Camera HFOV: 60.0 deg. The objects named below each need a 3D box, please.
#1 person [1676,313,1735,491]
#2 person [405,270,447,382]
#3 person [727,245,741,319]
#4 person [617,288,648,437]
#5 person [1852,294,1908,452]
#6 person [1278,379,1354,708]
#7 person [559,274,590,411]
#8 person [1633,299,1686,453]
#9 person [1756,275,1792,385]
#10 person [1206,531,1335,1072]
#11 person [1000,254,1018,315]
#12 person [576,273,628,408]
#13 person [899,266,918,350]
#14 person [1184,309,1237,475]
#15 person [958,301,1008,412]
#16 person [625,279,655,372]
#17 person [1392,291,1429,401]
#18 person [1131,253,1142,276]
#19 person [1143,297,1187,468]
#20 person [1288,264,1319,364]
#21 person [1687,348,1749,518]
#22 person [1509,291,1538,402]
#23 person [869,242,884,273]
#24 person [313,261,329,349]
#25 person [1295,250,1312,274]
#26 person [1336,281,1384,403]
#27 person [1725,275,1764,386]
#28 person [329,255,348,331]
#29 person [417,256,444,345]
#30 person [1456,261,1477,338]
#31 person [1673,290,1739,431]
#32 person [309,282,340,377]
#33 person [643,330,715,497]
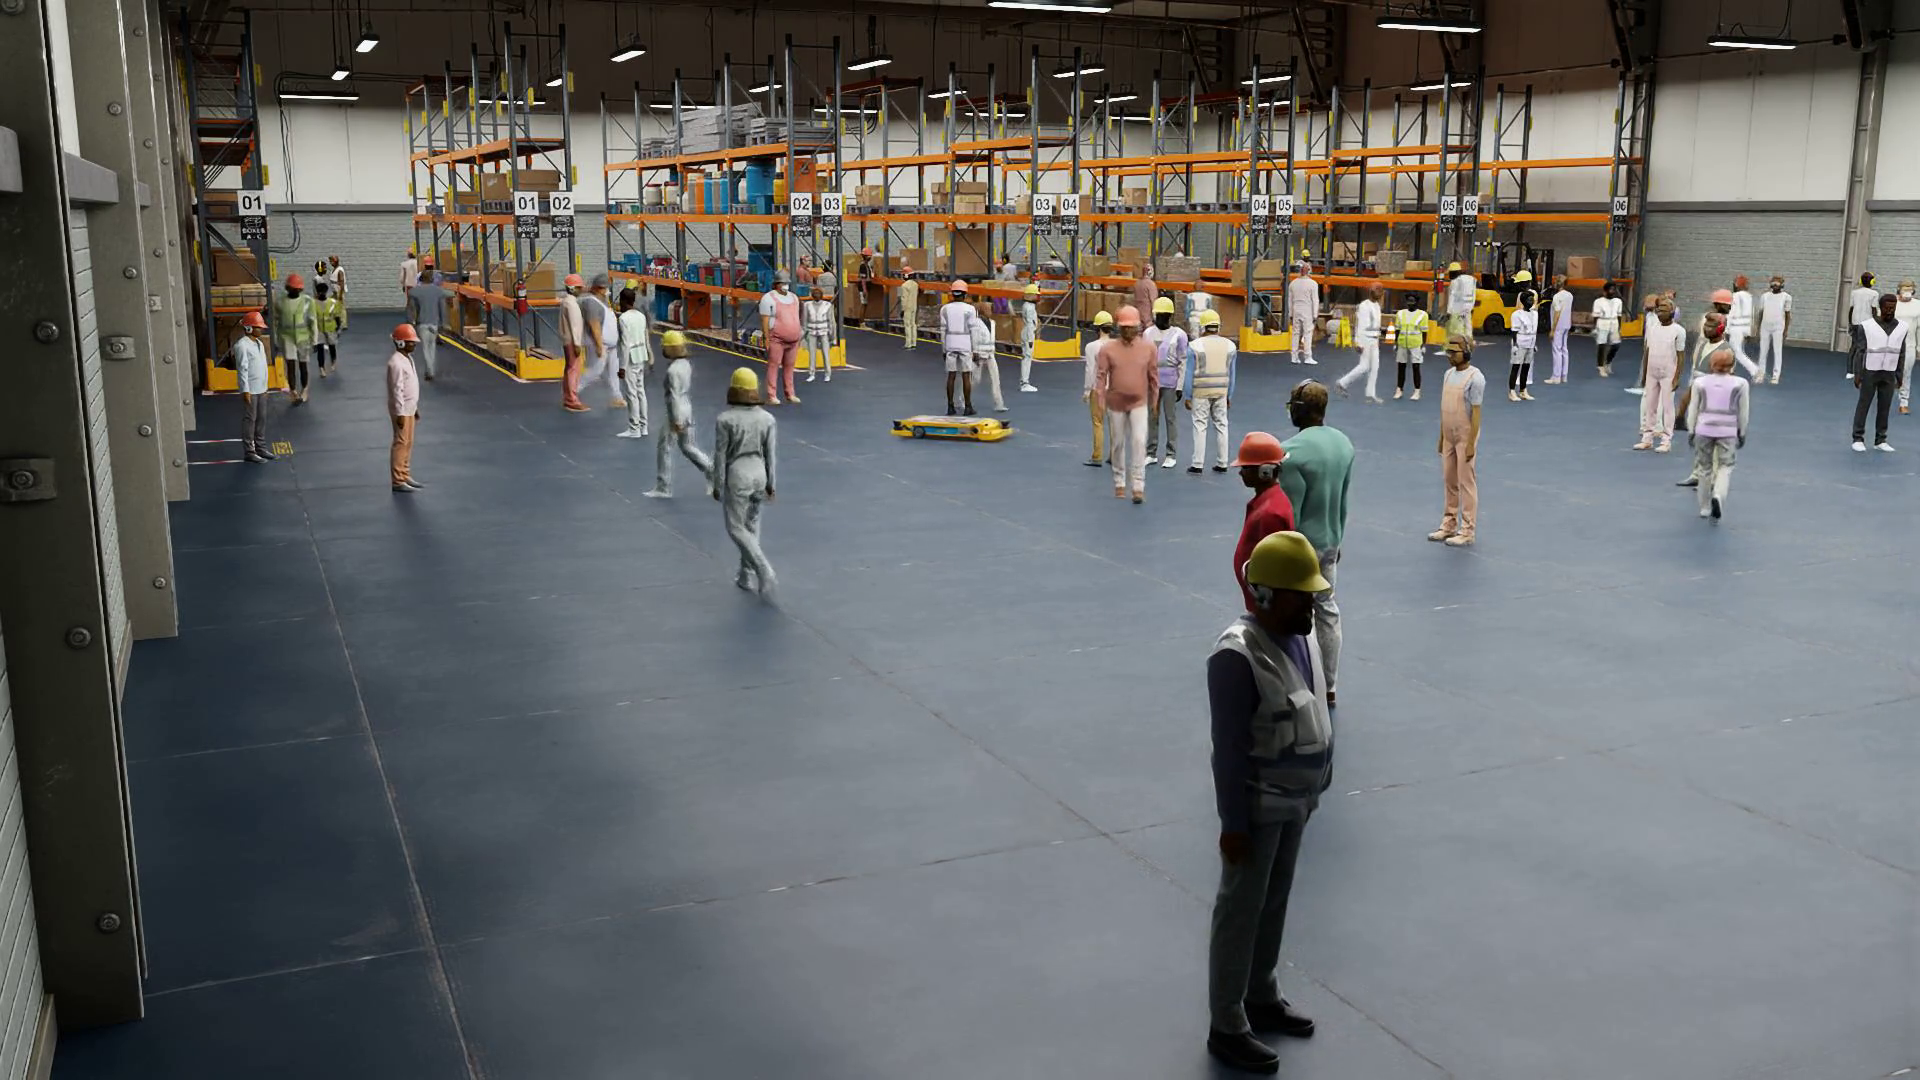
[{"bbox_3d":[7.822,-1.438,17.326,0.389,1.849,0.567,-1,11,-6],"label":"person"},{"bbox_3d":[-9.239,-3.701,28.689,0.660,1.890,0.918,-9,14,-38],"label":"person"},{"bbox_3d":[-6.163,-7.053,45.496,0.531,1.992,0.652,9,14,38],"label":"person"},{"bbox_3d":[-4.223,-2.281,21.432,0.379,1.917,0.597,3,11,14],"label":"person"},{"bbox_3d":[11.126,-2.024,20.155,0.592,1.910,0.378,0,11,1],"label":"person"},{"bbox_3d":[1.999,0.046,9.558,0.635,1.937,0.353,-10,15,-42],"label":"person"},{"bbox_3d":[-5.631,-2.875,24.265,0.399,1.989,0.622,-5,12,-23],"label":"person"},{"bbox_3d":[8.459,-1.975,20.067,0.345,1.846,0.508,-8,13,-34],"label":"person"},{"bbox_3d":[13.668,-3.533,27.981,0.509,1.846,0.342,10,15,42],"label":"person"},{"bbox_3d":[1.060,0.865,5.667,0.404,1.830,0.601,8,14,35],"label":"person"},{"bbox_3d":[1.305,-6.598,43.649,0.588,1.823,0.858,-7,13,-30],"label":"person"},{"bbox_3d":[-5.362,-2.947,24.508,0.868,2.000,0.684,1,11,4],"label":"person"},{"bbox_3d":[-1.099,-4.885,35.089,0.330,1.751,0.565,5,12,26],"label":"person"},{"bbox_3d":[2.747,-1.622,18.345,0.586,1.823,0.404,-3,12,-17],"label":"person"},{"bbox_3d":[0.328,-2.677,24.222,0.762,1.607,0.519,11,15,43],"label":"person"},{"bbox_3d":[-5.700,-3.804,29.674,0.561,1.727,0.778,3,11,14],"label":"person"},{"bbox_3d":[6.948,-2.993,25.647,0.537,1.693,0.320,8,14,37],"label":"person"},{"bbox_3d":[5.801,-8.503,53.862,0.521,1.602,0.770,-4,12,-21],"label":"person"},{"bbox_3d":[2.294,-1.789,18.906,0.587,1.930,0.362,8,14,36],"label":"person"},{"bbox_3d":[6.590,-4.319,31.821,0.399,1.909,0.642,-11,15,-43],"label":"person"},{"bbox_3d":[7.089,-0.987,15.604,0.525,1.621,0.525,6,13,30],"label":"person"},{"bbox_3d":[8.642,-2.966,25.481,0.534,1.697,0.318,-7,13,-31],"label":"person"},{"bbox_3d":[-2.440,-8.110,50.748,0.687,2.000,0.965,-7,13,-31],"label":"person"},{"bbox_3d":[-13.539,-4.970,35.269,0.320,1.861,0.504,-4,12,-18],"label":"person"},{"bbox_3d":[9.791,-7.327,47.296,0.588,1.835,0.403,-7,13,-33],"label":"person"},{"bbox_3d":[6.134,-3.013,25.316,0.667,1.862,0.621,9,14,38],"label":"person"},{"bbox_3d":[13.008,-3.468,27.638,0.665,1.853,0.839,-8,14,-36],"label":"person"},{"bbox_3d":[-15.283,-6.073,40.911,0.390,1.838,0.564,-9,14,-38],"label":"person"},{"bbox_3d":[-11.511,-5.201,36.224,0.553,1.935,0.364,-8,14,-36],"label":"person"},{"bbox_3d":[10.383,-4.802,34.339,0.575,1.881,0.356,-5,12,-25],"label":"person"},{"bbox_3d":[9.887,-2.327,21.784,0.555,1.874,0.967,-10,15,-42],"label":"person"},{"bbox_3d":[-11.215,-3.717,29.331,0.550,1.682,0.434,-4,12,-22],"label":"person"},{"bbox_3d":[-2.821,-1.271,16.818,0.746,1.712,0.487,2,11,12],"label":"person"}]
